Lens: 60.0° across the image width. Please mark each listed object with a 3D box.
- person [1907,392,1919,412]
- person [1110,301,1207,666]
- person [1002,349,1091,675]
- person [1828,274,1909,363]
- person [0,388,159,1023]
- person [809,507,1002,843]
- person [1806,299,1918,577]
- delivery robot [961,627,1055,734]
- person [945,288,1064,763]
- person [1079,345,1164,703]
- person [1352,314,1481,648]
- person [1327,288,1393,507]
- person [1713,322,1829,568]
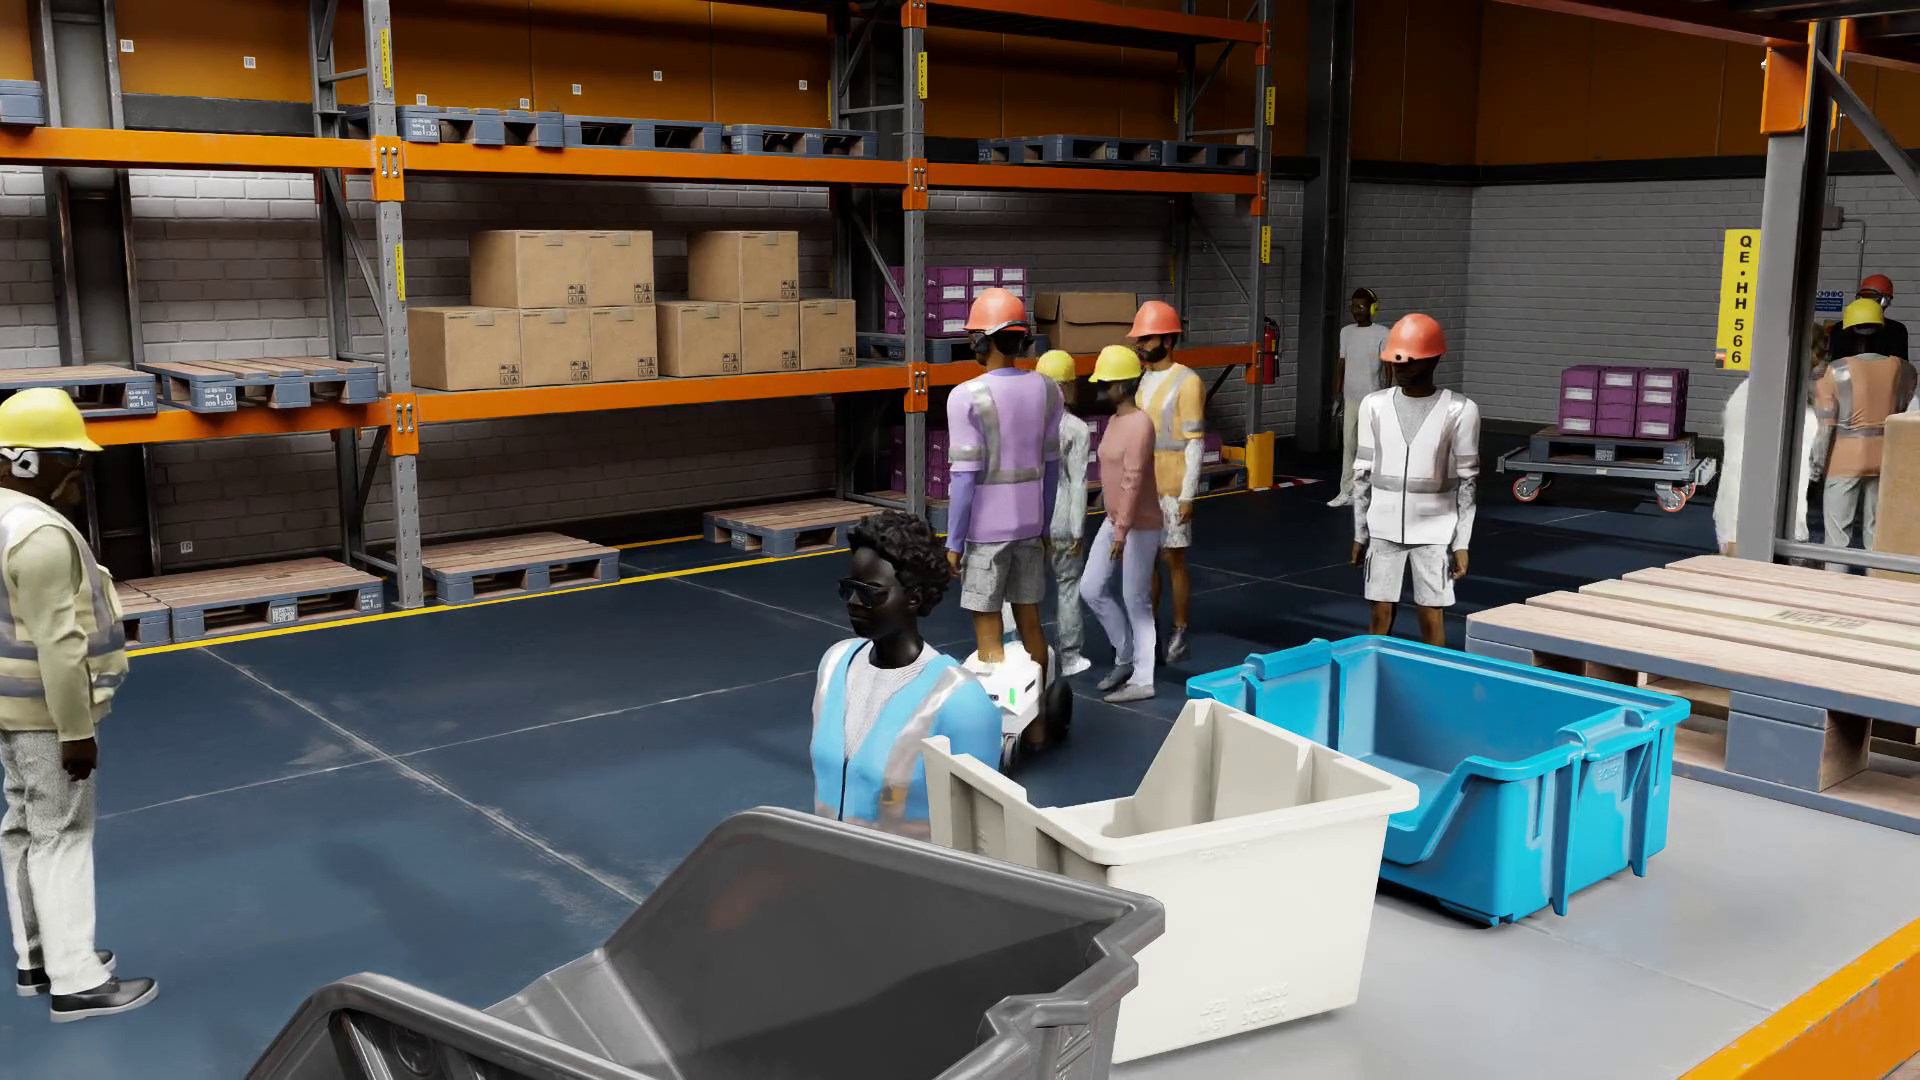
[{"bbox_3d":[5.428,-0.246,9.024,0.607,1.769,0.958,5,11,26],"label":"person"},{"bbox_3d":[1.044,-0.297,8.845,0.372,1.935,0.551,-7,12,-33],"label":"person"},{"bbox_3d":[0.417,-0.102,8.385,0.488,1.712,0.800,5,11,25],"label":"person"},{"bbox_3d":[7.213,-1.109,13.244,0.389,1.990,0.610,-8,13,-39],"label":"person"},{"bbox_3d":[-2.638,0.474,4.837,0.404,1.825,0.592,-10,14,-43],"label":"person"},{"bbox_3d":[-0.138,0.772,3.521,0.318,1.700,0.535,-10,14,-44],"label":"person"},{"bbox_3d":[5.147,-0.418,9.574,0.585,1.920,0.382,-1,10,-3],"label":"person"},{"bbox_3d":[0.179,0.624,7.291,0.477,0.478,0.707,3,11,17],"label":"delivery robot"},{"bbox_3d":[0.162,-0.057,7.199,0.605,2.045,0.377,-9,13,-40],"label":"person"},{"bbox_3d":[0.795,-0.062,8.064,0.384,1.752,0.523,-3,11,-17],"label":"person"},{"bbox_3d":[1.999,-0.032,7.378,0.547,1.930,0.382,6,12,29],"label":"person"},{"bbox_3d":[3.378,-1.181,13.998,0.534,1.864,0.309,9,14,42],"label":"person"},{"bbox_3d":[3.595,-0.029,7.469,0.662,1.908,0.374,-7,12,-36],"label":"person"}]
